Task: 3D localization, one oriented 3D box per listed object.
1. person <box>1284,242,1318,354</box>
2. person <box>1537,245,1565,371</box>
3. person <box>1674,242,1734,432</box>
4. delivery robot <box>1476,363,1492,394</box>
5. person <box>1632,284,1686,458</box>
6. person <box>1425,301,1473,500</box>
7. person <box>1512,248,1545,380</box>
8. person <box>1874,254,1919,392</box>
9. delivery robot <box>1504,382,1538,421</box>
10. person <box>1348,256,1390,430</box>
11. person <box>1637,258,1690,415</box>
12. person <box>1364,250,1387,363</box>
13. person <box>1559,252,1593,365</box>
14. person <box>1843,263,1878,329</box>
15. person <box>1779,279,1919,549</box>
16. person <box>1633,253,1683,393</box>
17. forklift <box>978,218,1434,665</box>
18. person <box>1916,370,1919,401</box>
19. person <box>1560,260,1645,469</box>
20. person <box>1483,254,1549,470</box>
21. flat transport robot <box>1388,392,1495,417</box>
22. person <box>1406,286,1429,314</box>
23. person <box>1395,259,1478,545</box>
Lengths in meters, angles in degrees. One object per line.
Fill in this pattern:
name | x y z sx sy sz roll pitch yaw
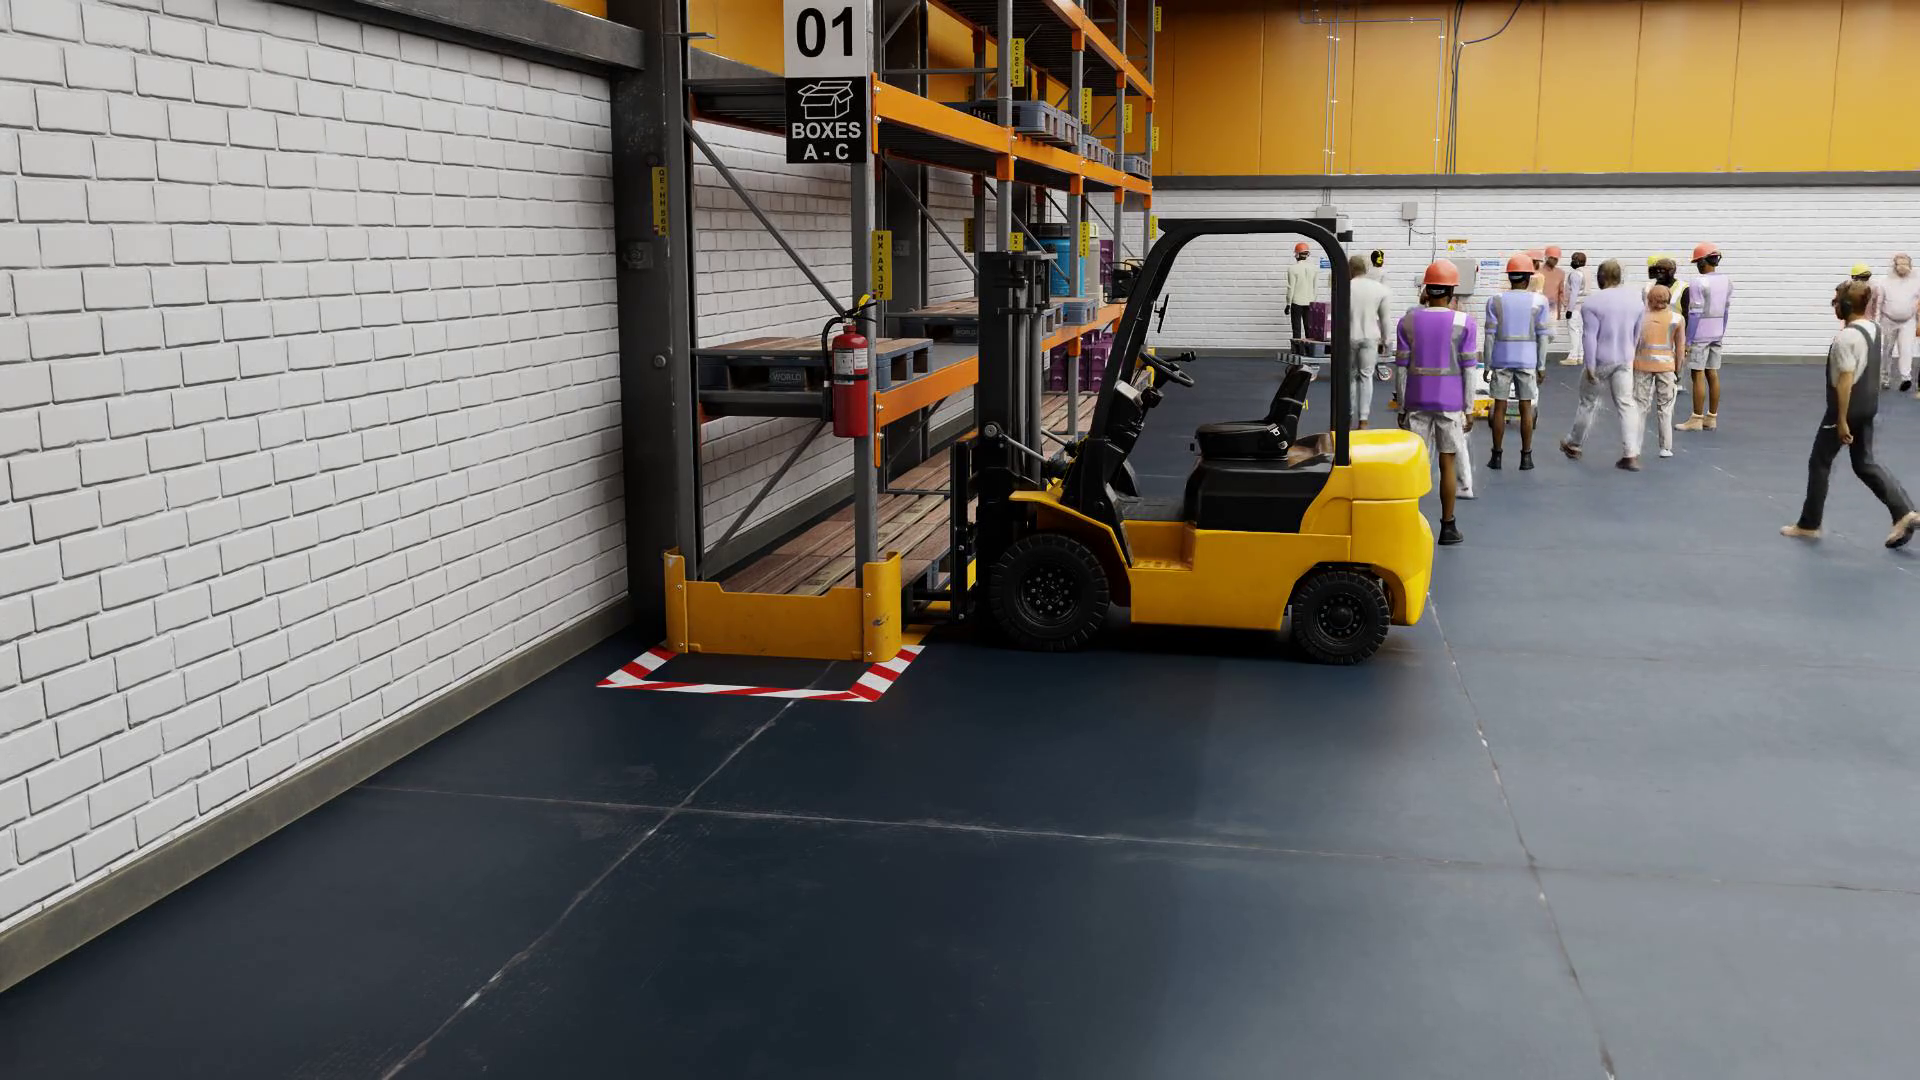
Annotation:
person | 5.686 -3.953 27.741 0.608 1.996 0.379 -5 11 -25
person | 9.183 -3.652 26.170 0.642 1.968 0.570 -1 10 -8
person | 7.977 -2.172 17.875 0.605 2.033 0.392 -6 12 -29
delivery robot | 6.325 -1.902 20.191 0.707 0.478 0.477 -6 12 -31
person | 6.589 -1.596 15.791 0.515 1.641 0.315 5 11 25
person | 3.734 -1.116 13.271 0.828 1.601 0.525 5 11 26
person | 8.302 -3.296 24.353 0.513 1.912 0.561 -7 13 -35
person | 12.691 -2.925 22.503 0.660 1.847 0.993 4 11 23
delivery robot | 6.140 -1.559 18.312 0.477 0.478 0.707 5 12 28
person | 4.398 -2.183 18.346 0.657 1.868 1.060 2 11 10
person | 8.236 -2.377 19.530 0.429 1.840 0.632 -9 14 -40
person | 6.918 -3.896 27.795 0.327 1.863 0.514 -10 14 -43
person | 10.079 -3.784 27.238 0.429 1.842 0.637 9 14 41
person | 11.313 -2.606 20.991 0.532 1.765 0.328 -5 11 -24
person | 6.093 -0.846 11.242 0.510 1.818 0.865 -6 12 -30
person | 9.326 -2.891 22.275 0.590 1.878 1.008 -4 11 -21
forklift | 1.285 -0.567 8.635 2.313 2.155 1.214 2 11 11
person | 12.395 -2.584 21.090 0.535 1.685 0.380 -7 12 -32
person | 5.928 -1.613 15.232 0.635 1.871 1.091 -1 10 -6
person | 4.990 -1.595 14.980 0.548 1.934 0.375 3 11 18
flat transport robot | 5.834 -1.623 19.695 0.652 0.197 1.431 -6 12 -31
person | 4.974 -1.947 17.781 0.545 1.611 0.509 2 11 13
person | 3.237 -0.931 11.333 0.545 1.938 0.355 5 12 27
